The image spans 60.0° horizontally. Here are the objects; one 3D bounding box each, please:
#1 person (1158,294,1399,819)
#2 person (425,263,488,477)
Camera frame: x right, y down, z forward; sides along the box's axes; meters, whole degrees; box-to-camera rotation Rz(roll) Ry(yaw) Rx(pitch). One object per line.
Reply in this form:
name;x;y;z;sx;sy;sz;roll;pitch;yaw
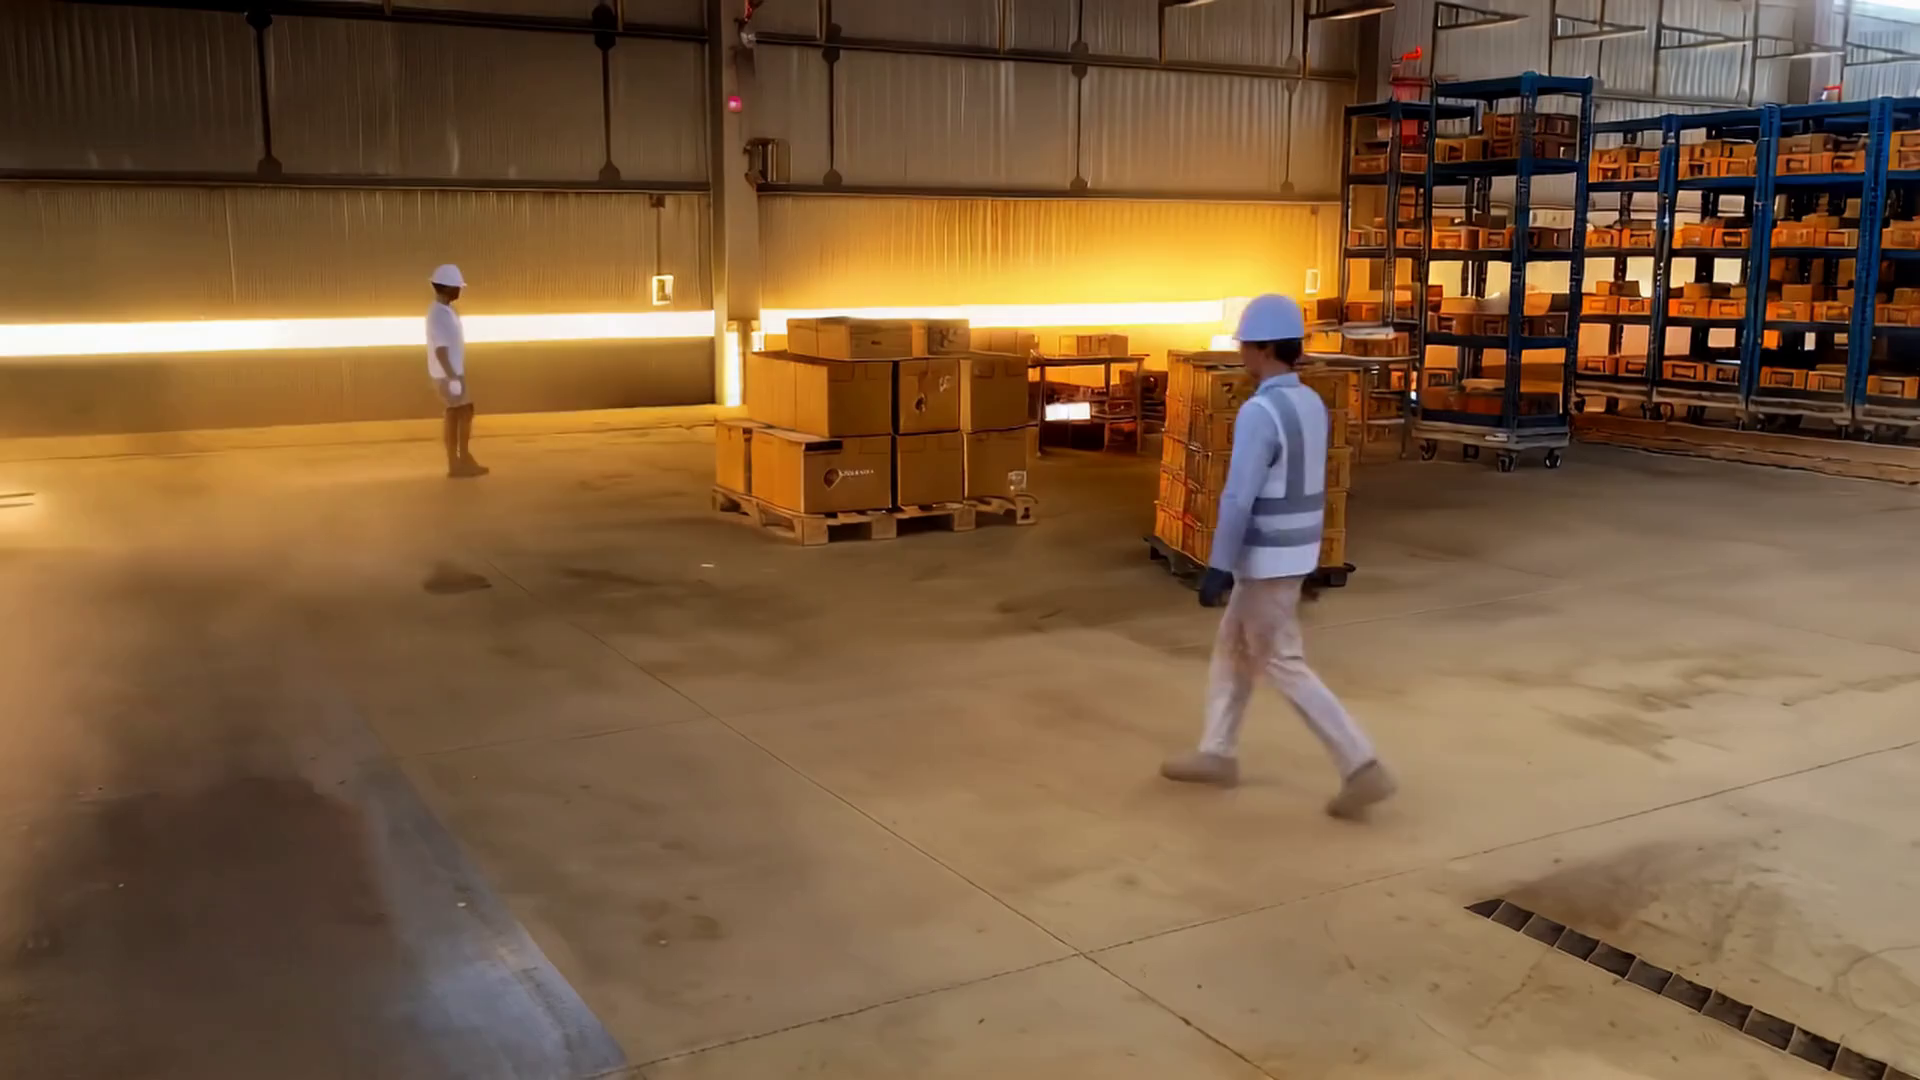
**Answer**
person;1.195;0.057;6.113;0.924;1.913;0.603;5;11;26
person;-4.544;-1.510;14.941;0.441;1.921;0.569;1;10;4
